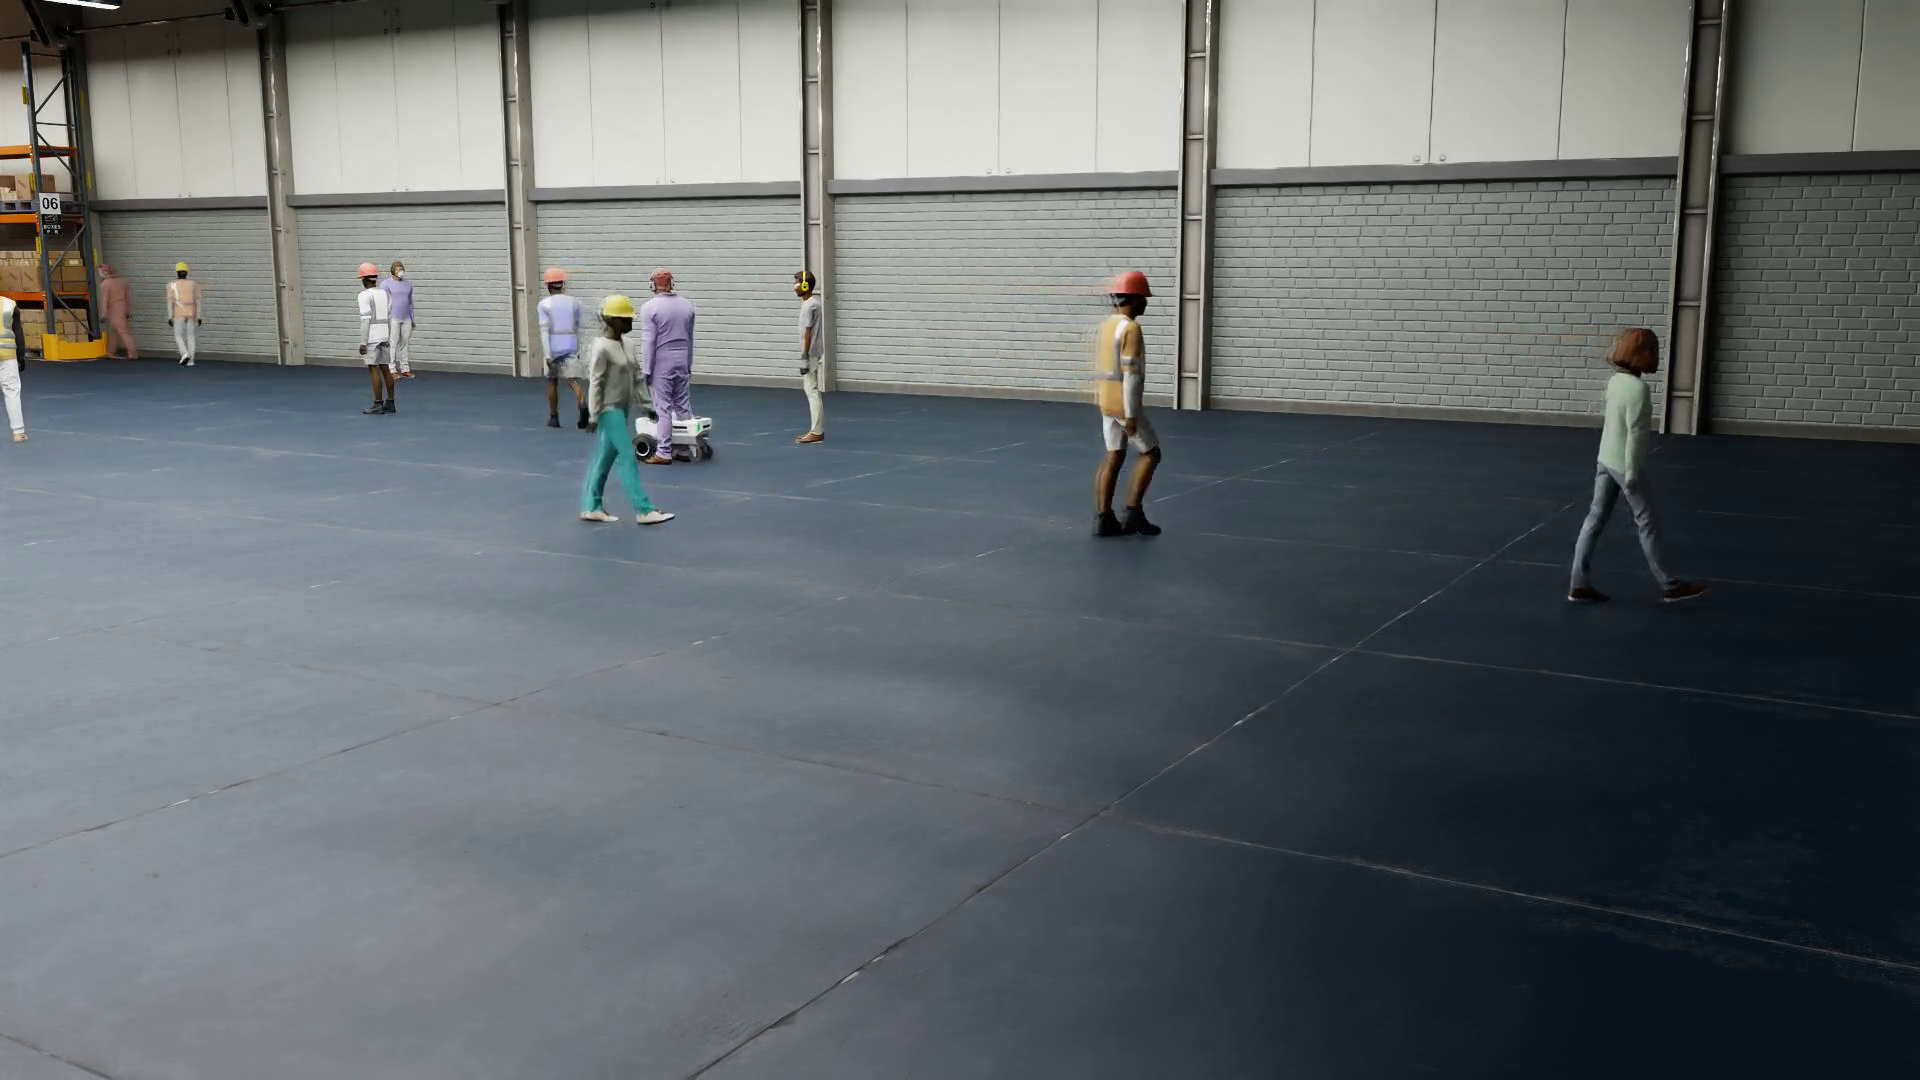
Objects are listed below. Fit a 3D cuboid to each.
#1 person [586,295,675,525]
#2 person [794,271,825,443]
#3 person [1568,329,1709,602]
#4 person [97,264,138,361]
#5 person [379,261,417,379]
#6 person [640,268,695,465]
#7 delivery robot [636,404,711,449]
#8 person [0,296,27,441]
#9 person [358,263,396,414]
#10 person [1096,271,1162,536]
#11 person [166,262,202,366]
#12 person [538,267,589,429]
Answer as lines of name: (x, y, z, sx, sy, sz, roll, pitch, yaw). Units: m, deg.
person: (-2.490, -0.959, 12.486, 0.879, 1.727, 0.535, 2, 10, 13)
person: (-1.639, -1.985, 18.099, 0.311, 1.862, 0.504, 0, 10, 0)
person: (3.951, -0.415, 9.642, 0.816, 1.593, 0.520, 0, 10, -1)
person: (-16.295, -4.353, 31.961, 0.880, 1.858, 0.675, 0, 10, -3)
person: (-9.271, -3.631, 27.497, 0.370, 1.941, 0.627, 6, 11, 32)
person: (-2.873, -1.685, 16.210, 0.401, 1.905, 0.642, 8, 12, 38)
delivery robot: (-2.837, -1.107, 16.488, 0.707, 0.478, 0.477, 2, 10, 13)
person: (-10.506, -1.975, 18.082, 0.621, 1.845, 0.429, -5, 11, -29)
person: (-7.522, -2.577, 21.335, 0.373, 1.933, 0.549, 3, 10, 19)
person: (1.245, -0.962, 11.947, 0.609, 1.913, 0.563, -3, 10, -16)
person: (-14.241, -4.139, 30.550, 0.603, 1.910, 0.408, -8, 13, -39)
person: (-4.630, -2.228, 19.415, 0.531, 1.906, 0.861, -6, 11, -31)
